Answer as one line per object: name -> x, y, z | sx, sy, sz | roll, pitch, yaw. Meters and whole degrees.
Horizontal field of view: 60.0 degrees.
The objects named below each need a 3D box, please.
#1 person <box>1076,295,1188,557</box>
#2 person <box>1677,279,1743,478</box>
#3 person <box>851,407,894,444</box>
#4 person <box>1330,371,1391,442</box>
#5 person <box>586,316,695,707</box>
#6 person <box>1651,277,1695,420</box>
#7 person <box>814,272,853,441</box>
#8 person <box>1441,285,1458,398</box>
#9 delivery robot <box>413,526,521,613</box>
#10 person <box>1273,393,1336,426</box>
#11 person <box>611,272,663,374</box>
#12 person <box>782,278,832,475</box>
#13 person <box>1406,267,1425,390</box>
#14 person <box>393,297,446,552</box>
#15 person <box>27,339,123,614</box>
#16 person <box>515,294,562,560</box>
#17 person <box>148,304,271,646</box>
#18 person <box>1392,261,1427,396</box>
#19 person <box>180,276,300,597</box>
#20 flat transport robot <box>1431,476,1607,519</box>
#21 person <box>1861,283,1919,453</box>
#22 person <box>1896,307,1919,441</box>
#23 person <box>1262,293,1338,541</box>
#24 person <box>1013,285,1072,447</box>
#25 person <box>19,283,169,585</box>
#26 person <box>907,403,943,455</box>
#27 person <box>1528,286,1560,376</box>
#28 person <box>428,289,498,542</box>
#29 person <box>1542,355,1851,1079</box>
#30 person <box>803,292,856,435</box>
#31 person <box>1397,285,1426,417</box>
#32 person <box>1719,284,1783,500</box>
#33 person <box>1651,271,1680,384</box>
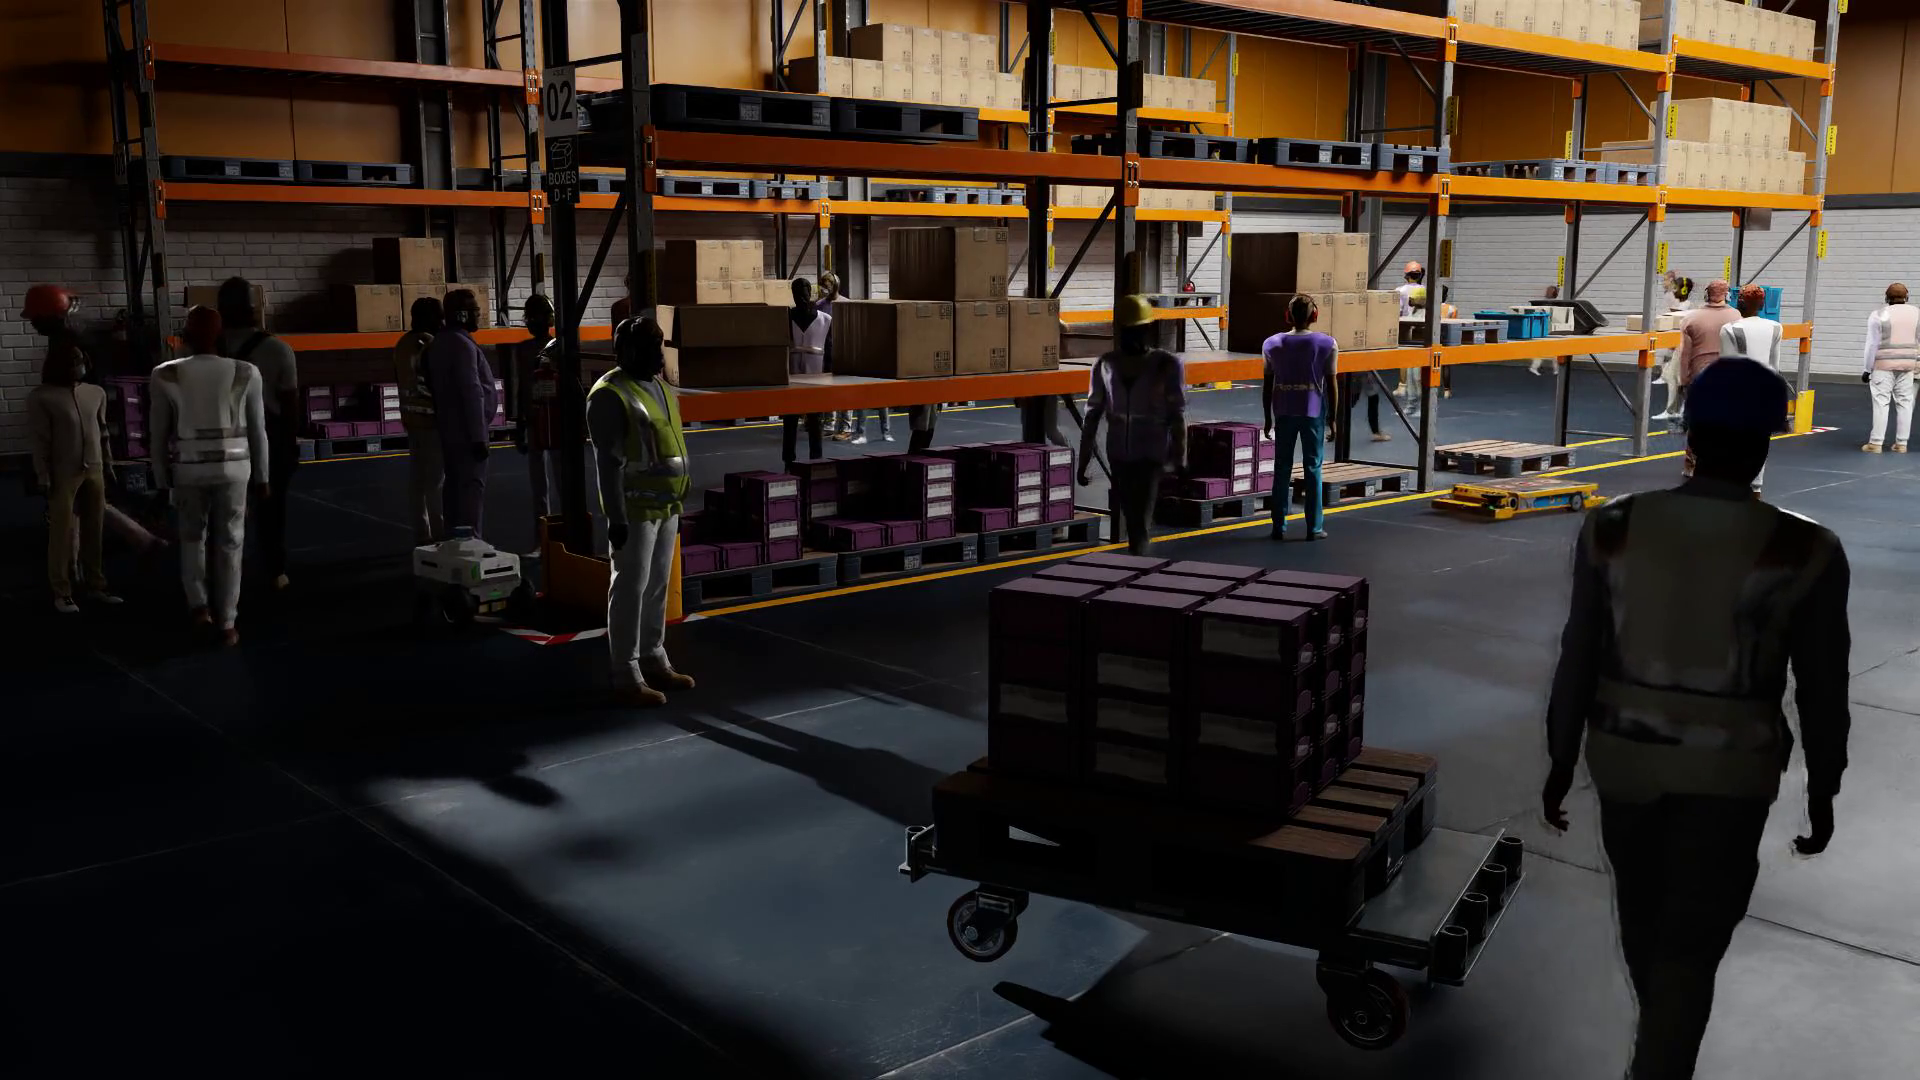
person -> 0.985, -0.499, 9.899 | 0.620, 1.882, 0.930 | 6, 11, 30
person -> 7.200, -1.530, 15.906 | 0.638, 1.903, 0.409 | 4, 10, 22
person -> -0.995, -1.889, 18.922 | 0.517, 1.595, 0.589 | 3, 10, 16
person -> 4.587, -1.946, 19.000 | 0.701, 1.676, 0.541 | -4, 10, -20
person -> -1.506, -0.142, 7.952 | 0.429, 1.842, 0.633 | 3, 10, 17
person -> 9.306, -2.473, 21.566 | 0.486, 1.855, 0.531 | 3, 10, 18
person -> -1.454, -2.110, 19.191 | 0.632, 1.938, 0.359 | 8, 13, 39
person -> 7.172, -2.961, 24.882 | 0.530, 1.696, 0.321 | 3, 10, 19
delivery robot -> -2.869, 0.161, 9.664 | 0.707, 0.478, 0.477 | 9, 13, 43
person -> 4.370, -2.263, 20.721 | 0.899, 1.724, 0.539 | -5, 11, -27
person -> -3.619, -2.059, 18.757 | 0.609, 1.985, 0.392 | 3, 10, 18
person -> -1.495, -1.524, 15.819 | 0.596, 1.918, 0.380 | -2, 10, -9
person -> 7.236, -3.356, 26.403 | 0.366, 1.967, 0.603 | 0, 10, 3
person -> -3.747, -0.800, 11.821 | 0.429, 1.839, 0.623 | -9, 13, -41
person -> -5.313, -0.387, 9.994 | 0.272, 1.632, 0.508 | 5, 11, 26
person -> -2.887, -0.770, 11.583 | 0.516, 1.862, 0.335 | 4, 10, 22
person -> -4.090, -0.350, 9.100 | 0.572, 1.867, 0.411 | -4, 10, -21
person -> 6.846, -3.204, 25.287 | 0.614, 2.042, 0.373 | -2, 10, -10
person -> -4.452, -0.644, 10.312 | 0.688, 2.000, 0.844 | -2, 10, -12
flat transport robot -> 4.679, -0.370, 13.883 | 1.431, 0.197, 0.652 | -6, 12, -33
person -> 10.073, -1.854, 17.990 | 0.624, 1.841, 0.430 | 0, 10, 2
person -> 10.417, -1.755, 18.017 | 0.508, 1.629, 0.317 | 3, 10, 19
person -> 2.526, -0.907, 12.405 | 0.567, 1.850, 0.389 | 3, 10, 19
person -> 0.785, -1.438, 15.387 | 0.606, 1.895, 0.737 | 5, 11, 27
person -> -5.617, -0.666, 10.677 | 0.789, 1.962, 0.621 | -5, 11, -25
person -> -0.279, -1.271, 14.279 | 0.362, 1.939, 0.542 | 3, 10, 17
person -> 10.493, -3.722, 29.598 | 0.801, 1.604, 0.517 | -1, 10, -5
person -> -3.297, -0.719, 11.143 | 0.410, 1.909, 0.643 | -7, 12, -35
person -> 1.774, 0.515, 3.959 | 0.620, 1.887, 1.003 | 9, 13, 42
person -> -1.596, -2.144, 19.843 | 0.582, 1.785, 0.955 | -7, 12, -34
person -> 6.036, -2.500, 22.048 | 0.316, 1.743, 0.492 | -2, 10, -11
person -> 6.745, -1.247, 14.304 | 0.576, 1.882, 0.355 | -2, 10, -12
person -> 11.724, -3.484, 27.398 | 0.510, 1.882, 0.725 | 1, 10, 9
